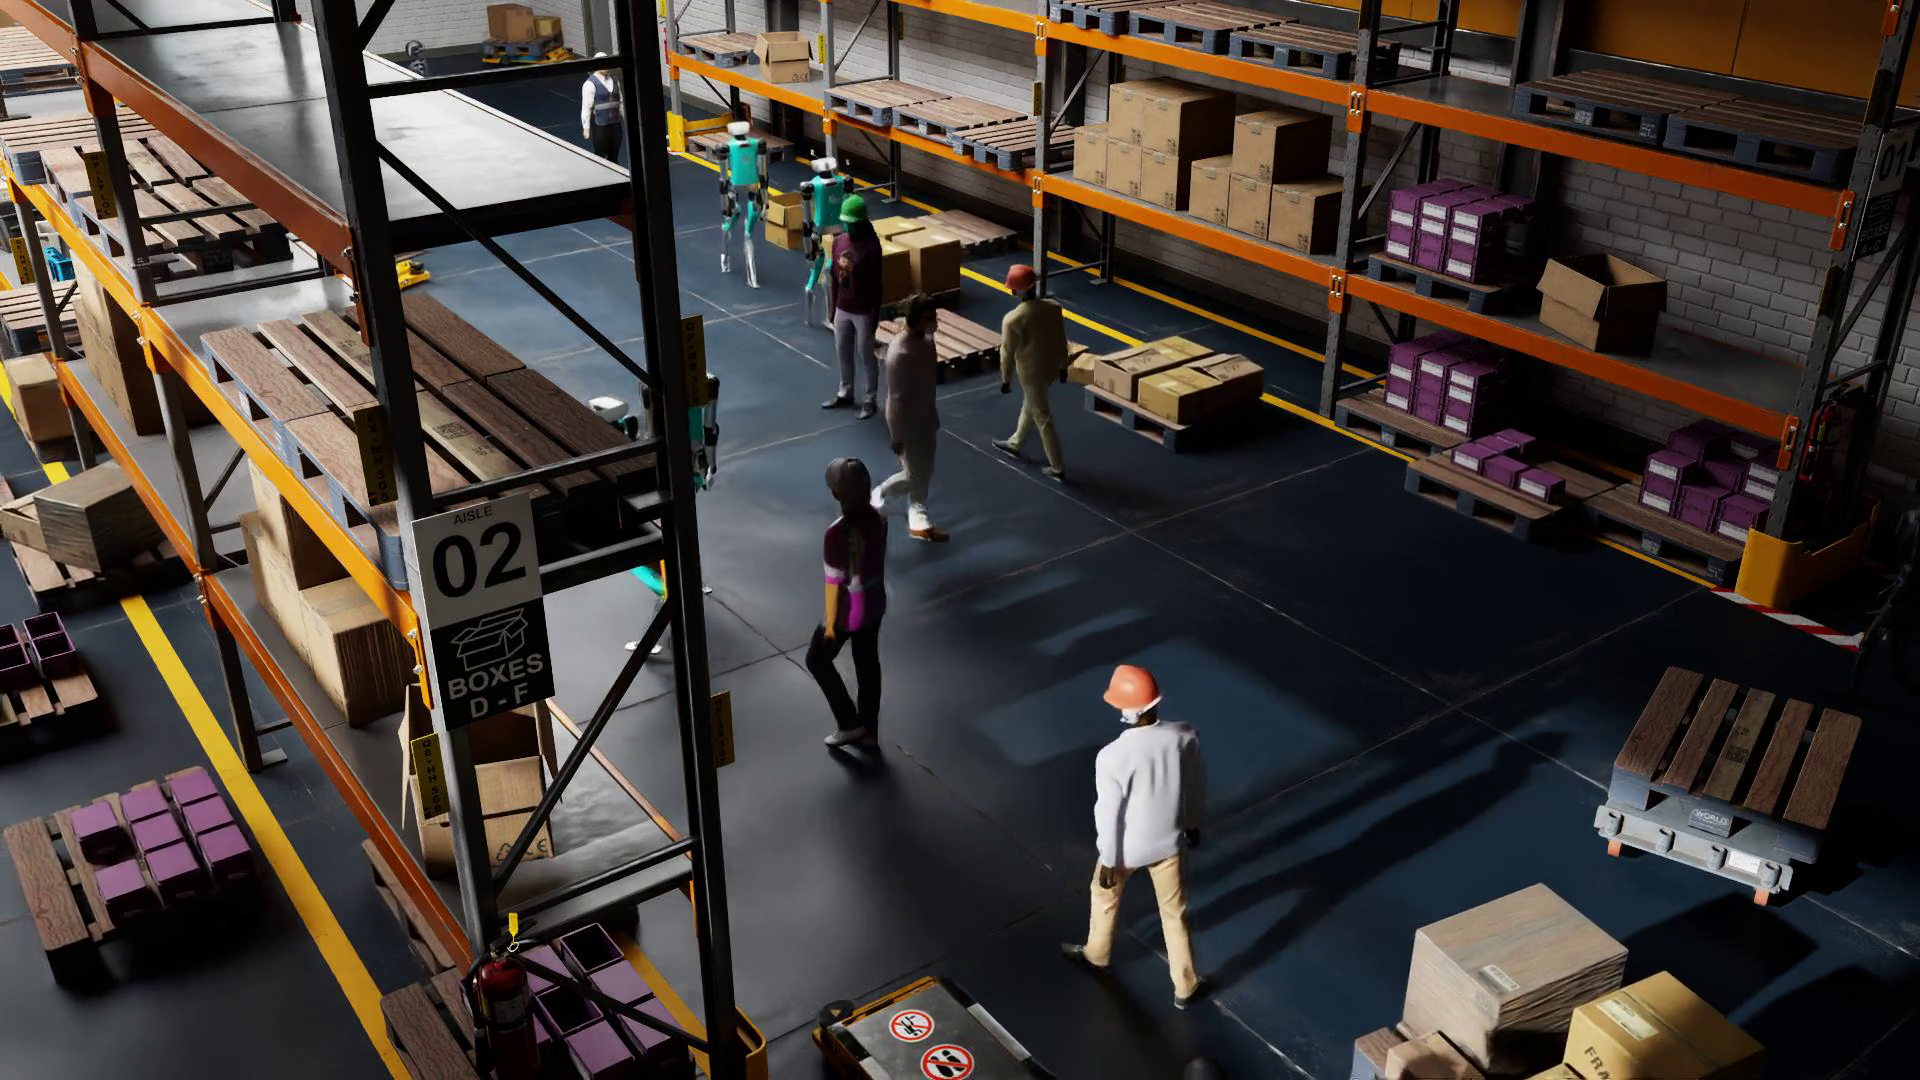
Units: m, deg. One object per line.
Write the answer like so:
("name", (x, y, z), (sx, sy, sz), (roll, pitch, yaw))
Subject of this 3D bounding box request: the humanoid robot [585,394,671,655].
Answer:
("humanoid robot", (-1.966, 0.031, 10.407), (0.709, 1.891, 0.540), (13, 29, 24))

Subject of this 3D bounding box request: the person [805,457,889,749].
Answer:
("person", (-0.639, 0.385, 9.475), (0.419, 1.834, 0.560), (18, 32, 32))

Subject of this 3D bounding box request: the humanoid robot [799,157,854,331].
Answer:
("humanoid robot", (-1.337, -2.782, 16.020), (0.547, 1.907, 0.717), (-13, 29, -24))

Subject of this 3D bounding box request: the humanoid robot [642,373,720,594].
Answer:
("humanoid robot", (-2.014, -0.559, 11.536), (0.553, 1.775, 1.027), (-14, 30, -26))

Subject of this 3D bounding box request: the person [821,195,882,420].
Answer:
("person", (-0.916, -1.981, 14.085), (0.615, 1.939, 0.420), (16, 31, 29))

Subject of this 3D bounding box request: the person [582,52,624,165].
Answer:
("person", (-4.360, -5.118, 20.507), (0.445, 1.758, 0.762), (20, 33, 34))

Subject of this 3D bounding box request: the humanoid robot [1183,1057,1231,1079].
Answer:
("humanoid robot", (0.839, 2.392, 5.704), (0.602, 1.623, 0.746), (-9, 28, -17))

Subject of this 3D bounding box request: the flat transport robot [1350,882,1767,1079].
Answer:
("flat transport robot", (2.329, 2.559, 6.898), (1.431, 0.231, 0.659), (-13, 29, -24))

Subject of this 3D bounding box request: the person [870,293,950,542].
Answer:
("person", (-0.409, -0.853, 11.862), (0.599, 1.920, 0.630), (8, 28, 15))

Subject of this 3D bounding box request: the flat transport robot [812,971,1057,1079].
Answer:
("flat transport robot", (0.000, 2.399, 7.215), (0.659, 0.231, 1.431), (-18, 32, -31))

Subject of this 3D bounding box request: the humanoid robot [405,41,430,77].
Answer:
("humanoid robot", (-6.994, -5.643, 21.645), (0.365, 1.652, 0.609), (-14, 30, -26))

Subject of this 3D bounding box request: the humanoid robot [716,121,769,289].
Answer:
("humanoid robot", (-2.358, -3.564, 17.481), (0.549, 1.792, 0.919), (-12, 29, -22))

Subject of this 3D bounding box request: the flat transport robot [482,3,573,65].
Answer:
("flat transport robot", (-7.387, -8.318, 28.533), (1.431, 0.231, 0.659), (4, 27, 8))

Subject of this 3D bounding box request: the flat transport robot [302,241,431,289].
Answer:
("flat transport robot", (-6.419, -2.899, 17.754), (1.431, 0.231, 0.659), (15, 31, 28))

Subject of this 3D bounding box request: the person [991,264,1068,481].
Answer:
("person", (0.560, -1.337, 13.044), (0.842, 1.699, 0.578), (24, 35, 38))

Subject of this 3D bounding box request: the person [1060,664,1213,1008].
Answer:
("person", (0.880, 1.361, 7.685), (0.606, 1.704, 0.627), (-12, 29, -22))

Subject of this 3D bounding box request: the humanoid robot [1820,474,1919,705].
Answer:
("humanoid robot", (5.637, 0.342, 9.799), (0.723, 1.652, 0.592), (16, 31, 28))
